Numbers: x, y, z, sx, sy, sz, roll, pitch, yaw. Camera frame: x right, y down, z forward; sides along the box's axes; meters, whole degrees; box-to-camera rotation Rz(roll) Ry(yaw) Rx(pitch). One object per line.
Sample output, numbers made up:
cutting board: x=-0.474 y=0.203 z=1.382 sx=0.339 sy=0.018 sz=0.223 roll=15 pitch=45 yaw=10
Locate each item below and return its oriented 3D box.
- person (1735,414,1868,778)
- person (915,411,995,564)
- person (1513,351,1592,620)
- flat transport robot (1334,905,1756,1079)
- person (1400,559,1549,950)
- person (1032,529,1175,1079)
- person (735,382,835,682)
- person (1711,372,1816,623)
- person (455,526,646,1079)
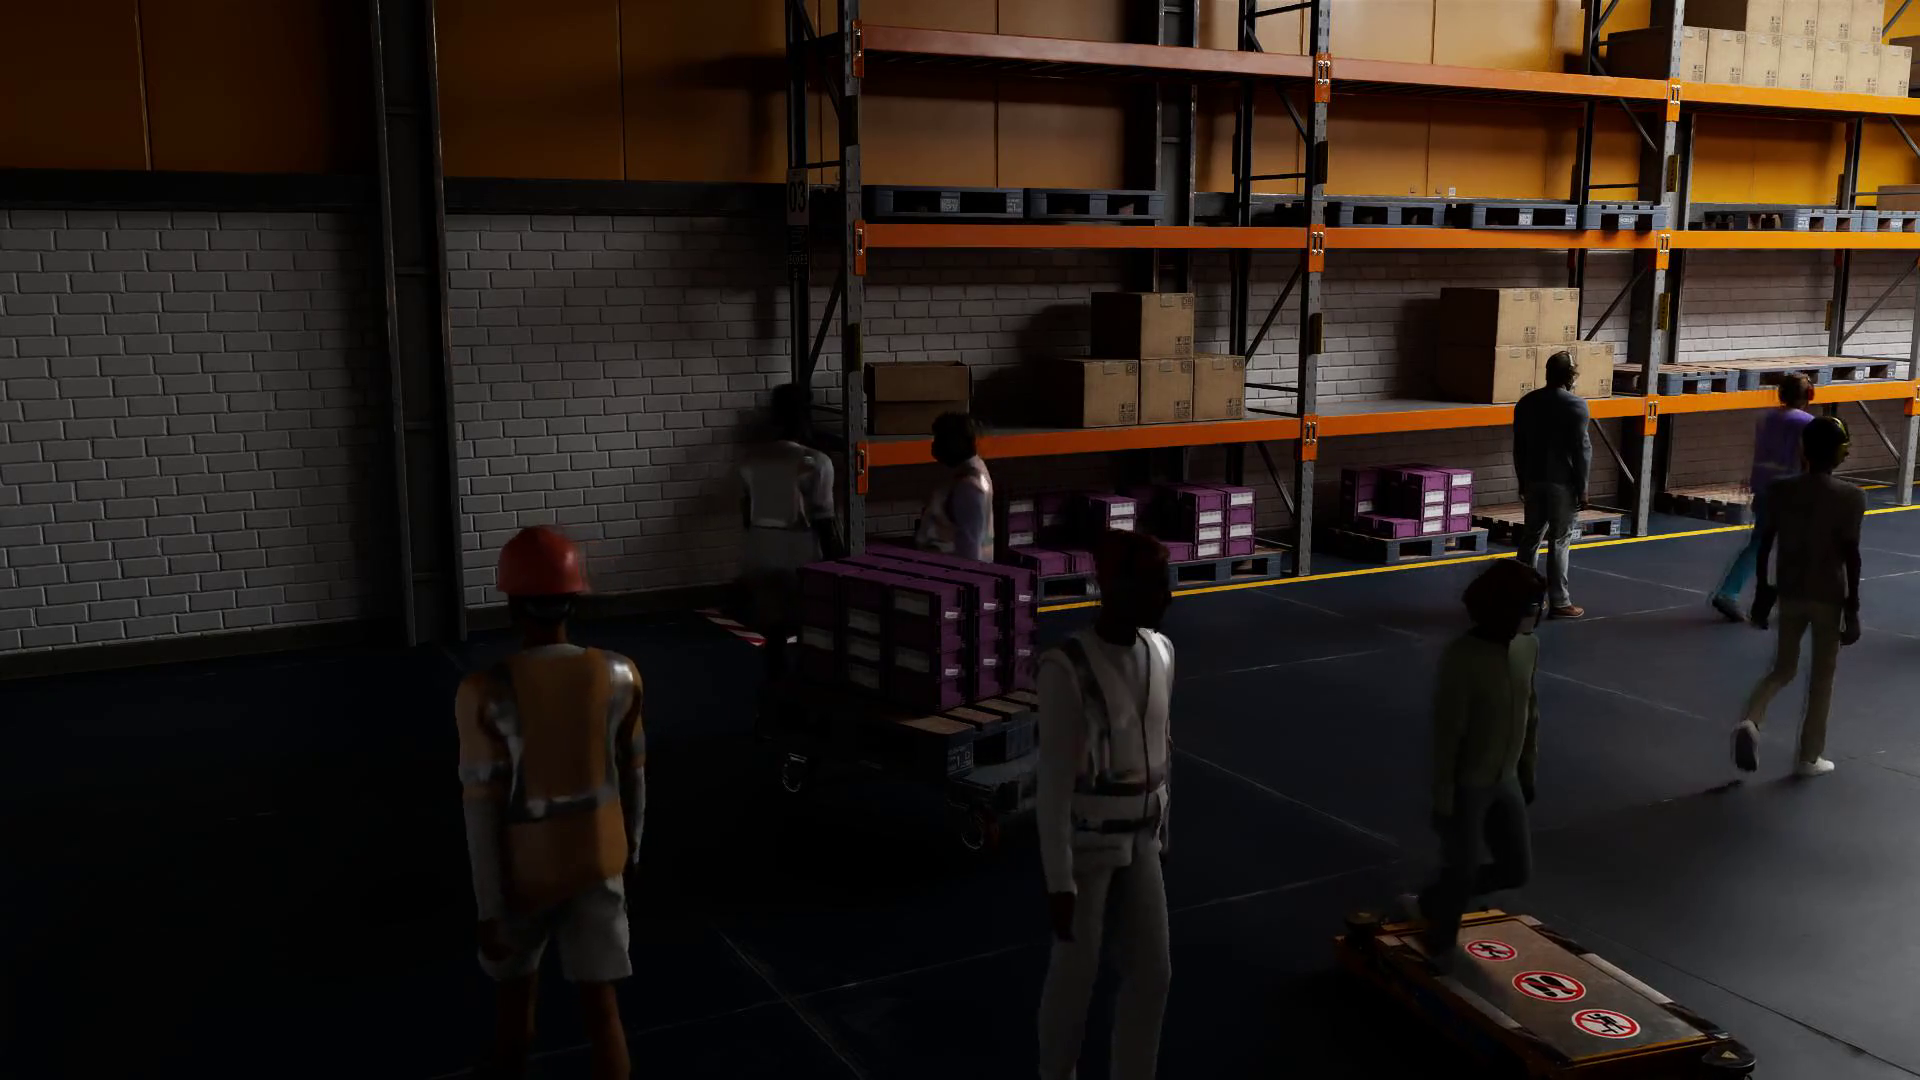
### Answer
person: x=4.192 y=0.302 z=8.266 sx=0.596 sy=1.855 sz=0.518 roll=-7 pitch=12 yaw=-35
person: x=0.042 y=0.206 z=8.987 sx=0.875 sy=1.817 sz=0.632 roll=0 pitch=10 yaw=3
person: x=4.277 y=-0.393 z=12.021 sx=0.371 sy=1.934 sz=0.627 roll=-6 pitch=12 yaw=-32
flat transport robot: x=1.912 y=1.554 z=5.587 sx=0.652 sy=0.197 sz=1.431 roll=-3 pitch=10 yaw=-18
person: x=1.777 y=0.842 z=5.805 sx=0.560 sy=1.616 sz=0.457 roll=-7 pitch=12 yaw=-36
person: x=0.411 y=0.901 z=4.776 sx=0.692 sy=1.857 sz=0.580 roll=-9 pitch=13 yaw=-42
person: x=-0.927 y=0.109 z=9.102 sx=0.605 sy=1.943 sz=0.444 roll=4 pitch=10 yaw=20
person: x=5.831 y=-0.298 z=11.877 sx=0.931 sy=1.802 sz=0.578 roll=-4 pitch=11 yaw=-20
person: x=-1.162 y=0.895 z=4.741 sx=0.564 sy=1.878 sz=1.006 roll=-6 pitch=12 yaw=-32
